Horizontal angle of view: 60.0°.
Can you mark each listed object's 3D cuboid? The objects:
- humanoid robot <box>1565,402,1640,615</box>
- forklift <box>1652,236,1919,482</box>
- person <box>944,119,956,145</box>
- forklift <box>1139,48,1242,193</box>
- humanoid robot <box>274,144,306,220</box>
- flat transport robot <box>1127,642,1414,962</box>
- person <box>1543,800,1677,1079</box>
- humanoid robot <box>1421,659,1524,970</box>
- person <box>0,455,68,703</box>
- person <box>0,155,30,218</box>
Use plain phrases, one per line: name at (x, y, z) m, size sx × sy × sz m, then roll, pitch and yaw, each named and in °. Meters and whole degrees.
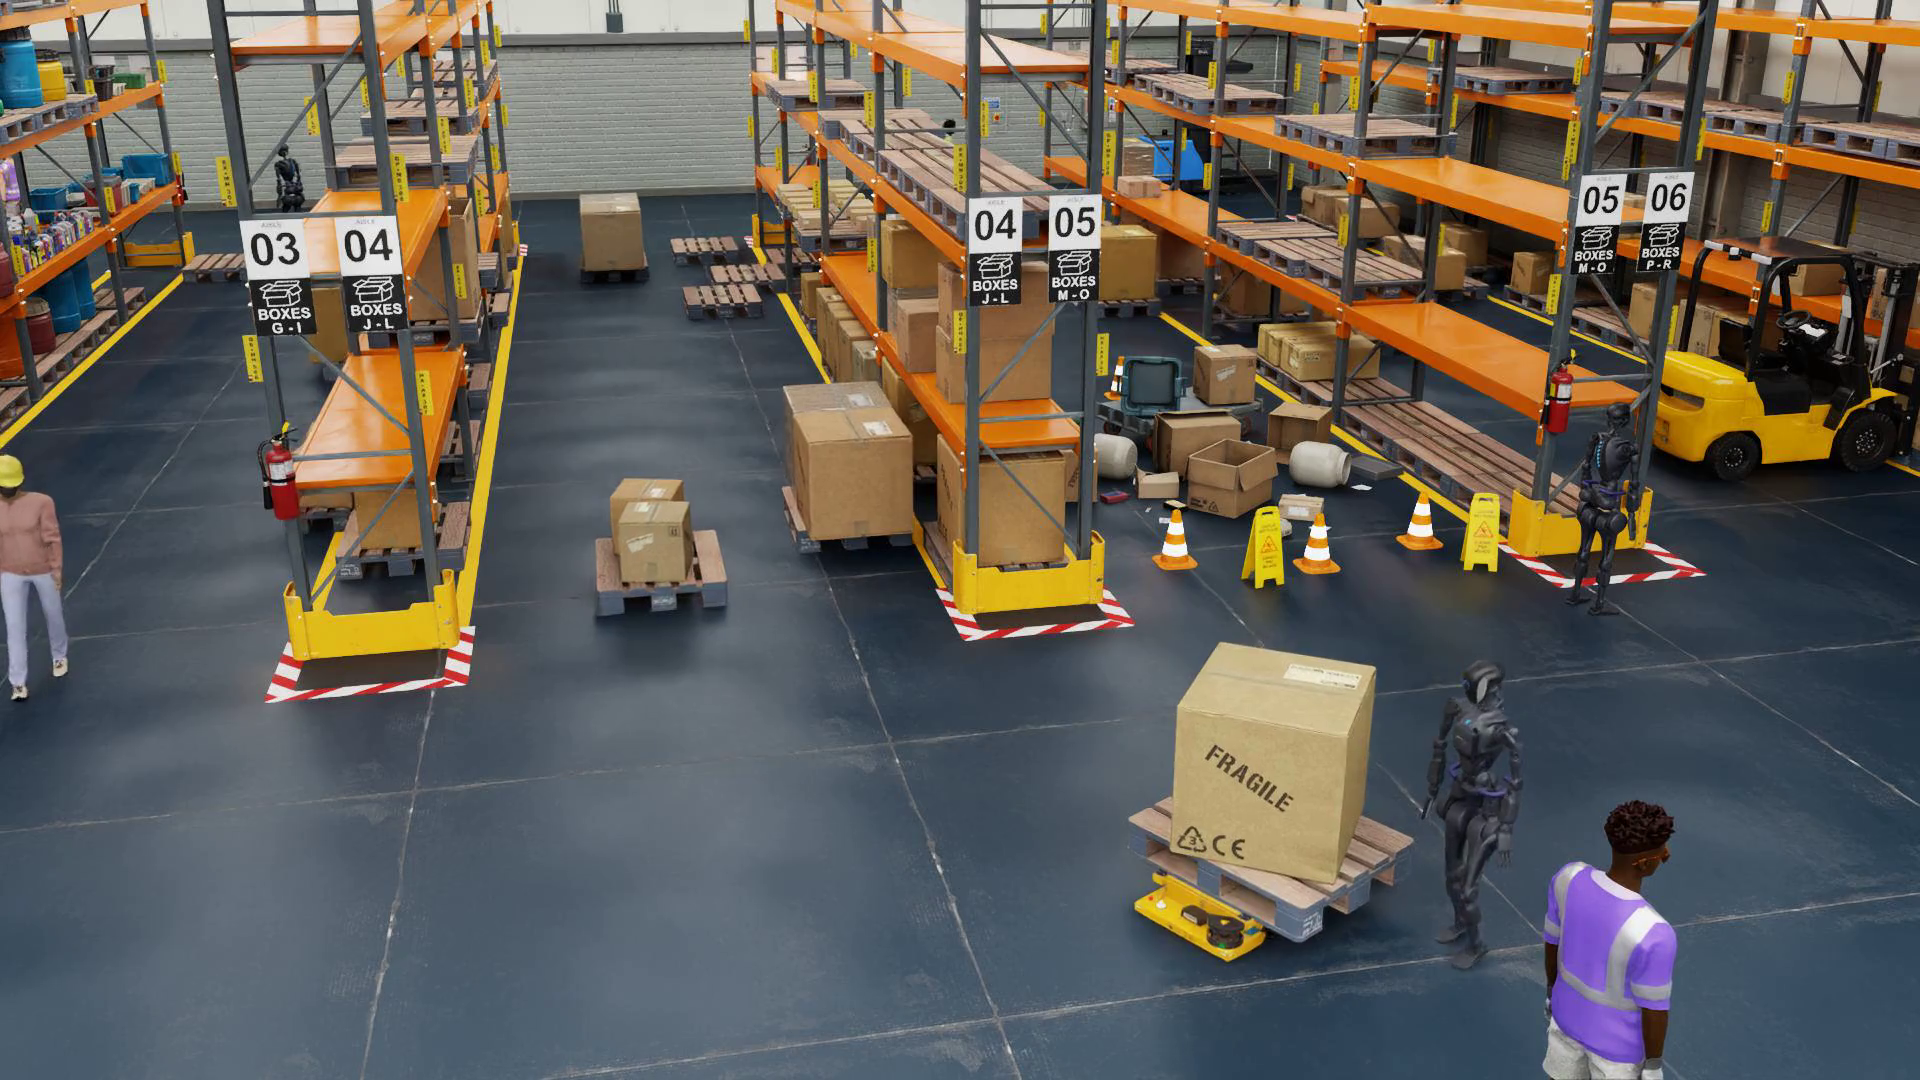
humanoid robot at (4.984, -0.261, 12.863) m, size 0.315 × 1.657 × 0.599 m, roll -8°, pitch 22°, yaw -21°
forklift at (8.013, -1.814, 16.330) m, size 2.313 × 2.155 × 1.214 m, roll -4°, pitch 21°, yaw -12°
person at (-0.292, -6.974, 30.934) m, size 0.462 × 1.685 × 0.547 m, roll -1°, pitch 20°, yaw -3°
forklift at (4.566, -8.313, 32.860) m, size 1.873 × 2.768 × 1.129 m, roll -4°, pitch 21°, yaw -12°
humanoid robot at (-11.157, -5.776, 27.733) m, size 0.397 × 1.639 × 0.608 m, roll 7°, pitch 21°, yaw 18°
flat transport robot at (1.702, 1.863, 9.185) m, size 1.431 × 0.231 × 0.659 m, roll -17°, pitch 26°, yaw -39°
person at (2.560, 1.917, 6.605) m, size 0.361 × 1.964 × 0.612 m, roll -9°, pitch 22°, yaw -22°
humanoid robot at (2.609, 1.366, 8.497) m, size 0.339 × 1.650 × 0.609 m, roll -11°, pitch 23°, yaw -28°
person at (-6.432, 0.252, 11.458) m, size 0.514 × 1.713 × 0.888 m, roll -8°, pitch 22°, yaw -21°
person at (-15.330, -5.521, 27.035) m, size 0.350 × 1.688 × 0.488 m, roll 11°, pitch 23°, yaw 27°
